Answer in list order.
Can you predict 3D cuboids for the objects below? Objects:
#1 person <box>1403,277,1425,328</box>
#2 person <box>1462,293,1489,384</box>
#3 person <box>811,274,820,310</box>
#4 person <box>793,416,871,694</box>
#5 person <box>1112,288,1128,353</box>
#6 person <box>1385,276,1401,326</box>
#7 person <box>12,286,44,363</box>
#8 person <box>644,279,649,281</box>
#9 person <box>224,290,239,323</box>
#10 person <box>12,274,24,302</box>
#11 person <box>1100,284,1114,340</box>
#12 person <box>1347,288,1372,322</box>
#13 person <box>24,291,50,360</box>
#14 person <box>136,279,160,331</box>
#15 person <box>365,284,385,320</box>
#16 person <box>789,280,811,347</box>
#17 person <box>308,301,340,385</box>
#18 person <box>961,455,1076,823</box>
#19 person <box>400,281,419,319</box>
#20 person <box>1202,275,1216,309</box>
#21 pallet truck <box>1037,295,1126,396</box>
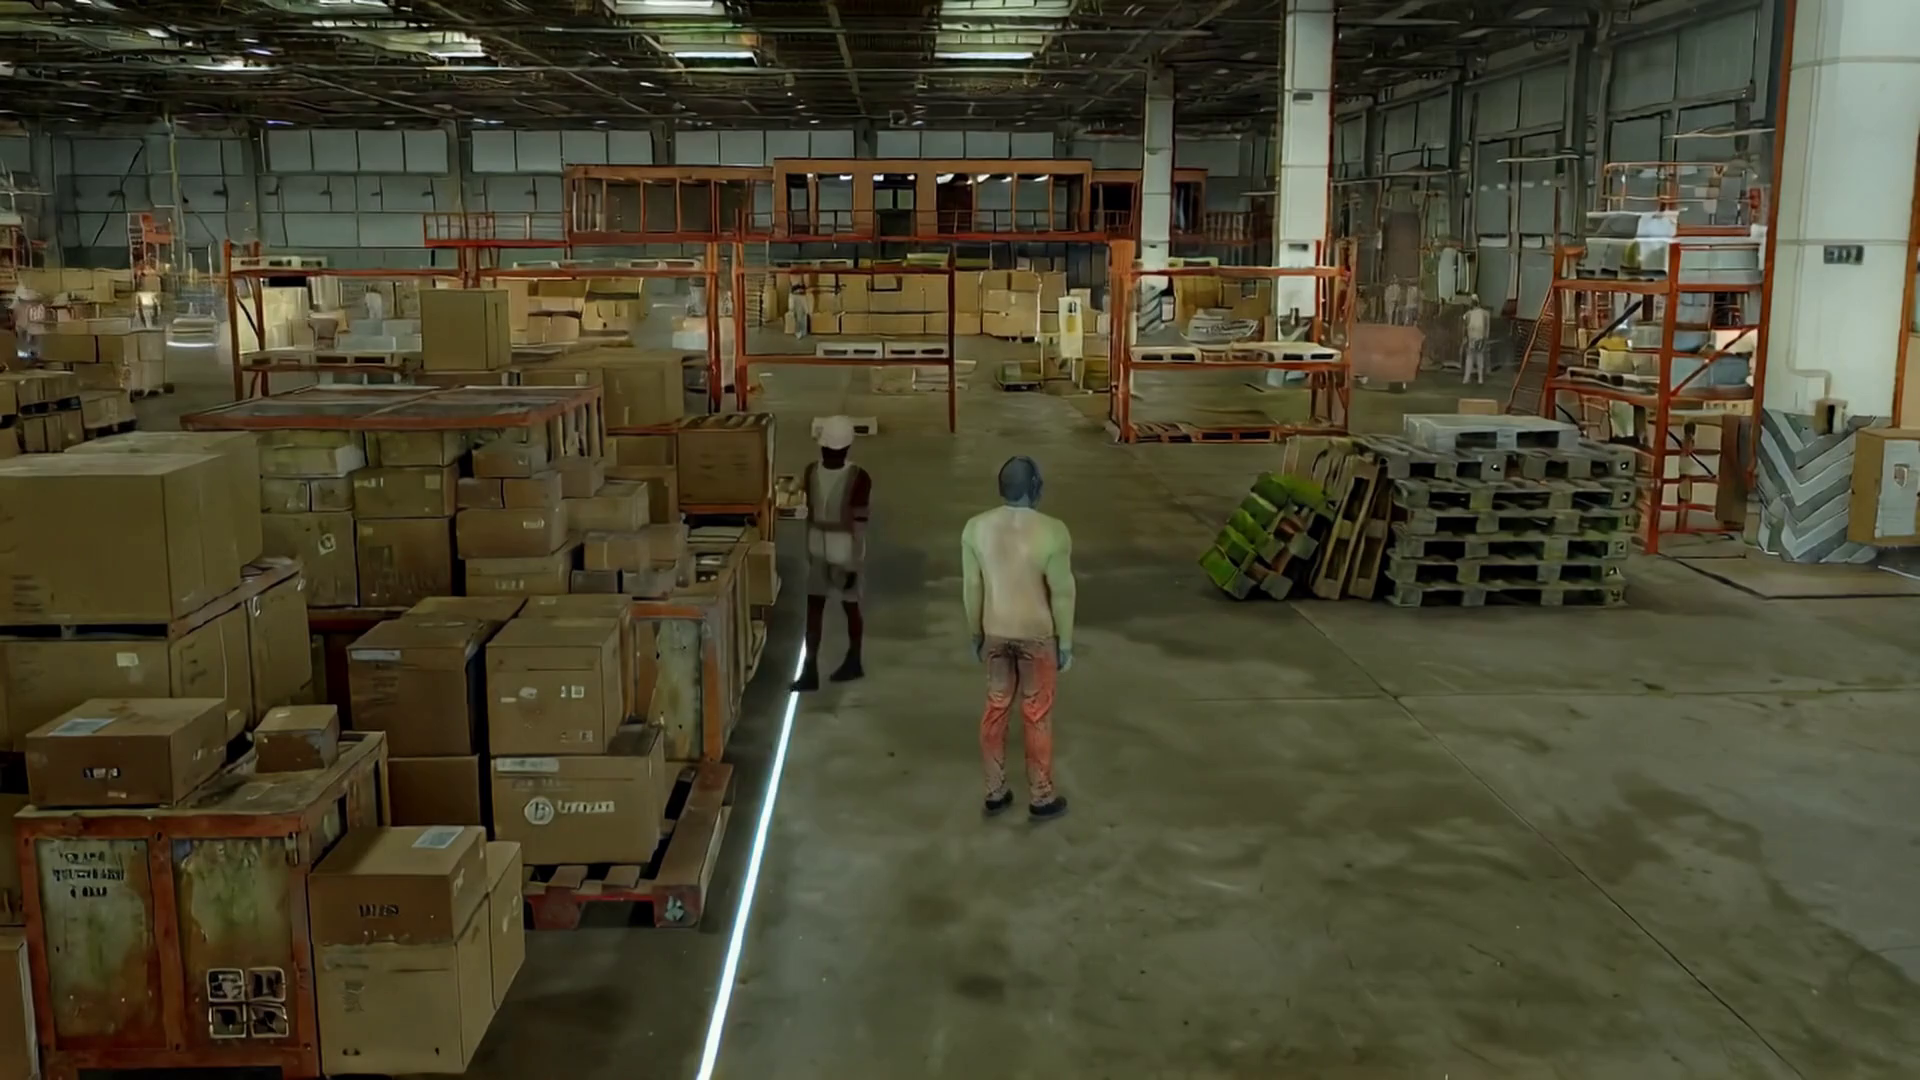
[{"bbox_3d":[14.718,-7.580,53.913,0.660,1.909,0.633,-7,12,-34],"label":"person"},{"bbox_3d":[11.035,-4.316,35.654,0.542,1.938,0.357,1,10,5],"label":"person"},{"bbox_3d":[-5.268,-8.797,60.759,0.343,1.883,0.585,1,10,7],"label":"person"},{"bbox_3d":[-0.865,0.099,11.192,0.571,1.883,0.872,5,11,26],"label":"person"},{"bbox_3d":[4.263,-5.710,43.726,0.444,1.824,0.647,-6,12,-29],"label":"person"},{"bbox_3d":[14.171,-7.683,54.439,0.595,1.925,0.375,-4,11,-22],"label":"person"},{"bbox_3d":[-22.368,-5.081,39.786,0.630,1.978,0.474,6,12,31],"label":"person"},{"bbox_3d":[-10.135,-7.497,53.656,0.567,1.842,0.329,5,11,24],"label":"person"},{"bbox_3d":[-19.547,-5.918,44.862,0.520,1.837,0.840,2,10,13],"label":"person"},{"bbox_3d":[-40.883,-10.832,72.074,0.679,1.887,0.542,7,12,33],"label":"person"},{"bbox_3d":[4.536,-7.021,51.262,0.487,1.744,0.297,-8,13,-37],"label":"person"},{"bbox_3d":[10.369,-5.629,43.232,0.627,1.843,0.429,2,10,11],"label":"person"},{"bbox_3d":[-21.225,-4.734,38.100,0.568,1.890,0.946,5,11,27],"label":"person"},{"bbox_3d":[-23.317,-6.510,47.793,0.608,1.965,0.365,-7,13,-36],"label":"person"},{"bbox_3d":[-16.552,-6.308,47.072,0.514,1.818,0.926,-4,11,-20],"label":"person"},{"bbox_3d":[-4.658,-6.588,48.370,0.637,1.919,0.825,-1,10,-3],"label":"person"},{"bbox_3d":[-12.274,-3.671,32.168,0.595,1.902,0.618,-1,10,-5],"label":"person"},{"bbox_3d":[0.312,0.518,8.725,0.630,1.938,0.373,5,11,26],"label":"person"},{"bbox_3d":[-15.391,-6.279,46.574,0.347,1.943,0.544,9,13,40],"label":"person"},{"bbox_3d":[10.699,-10.775,71.509,0.612,1.986,0.407,3,11,18],"label":"person"},{"bbox_3d":[2.483,-3.881,33.060,1.885,1.965,0.823,-7,13,-36],"label":"pallet truck"}]
